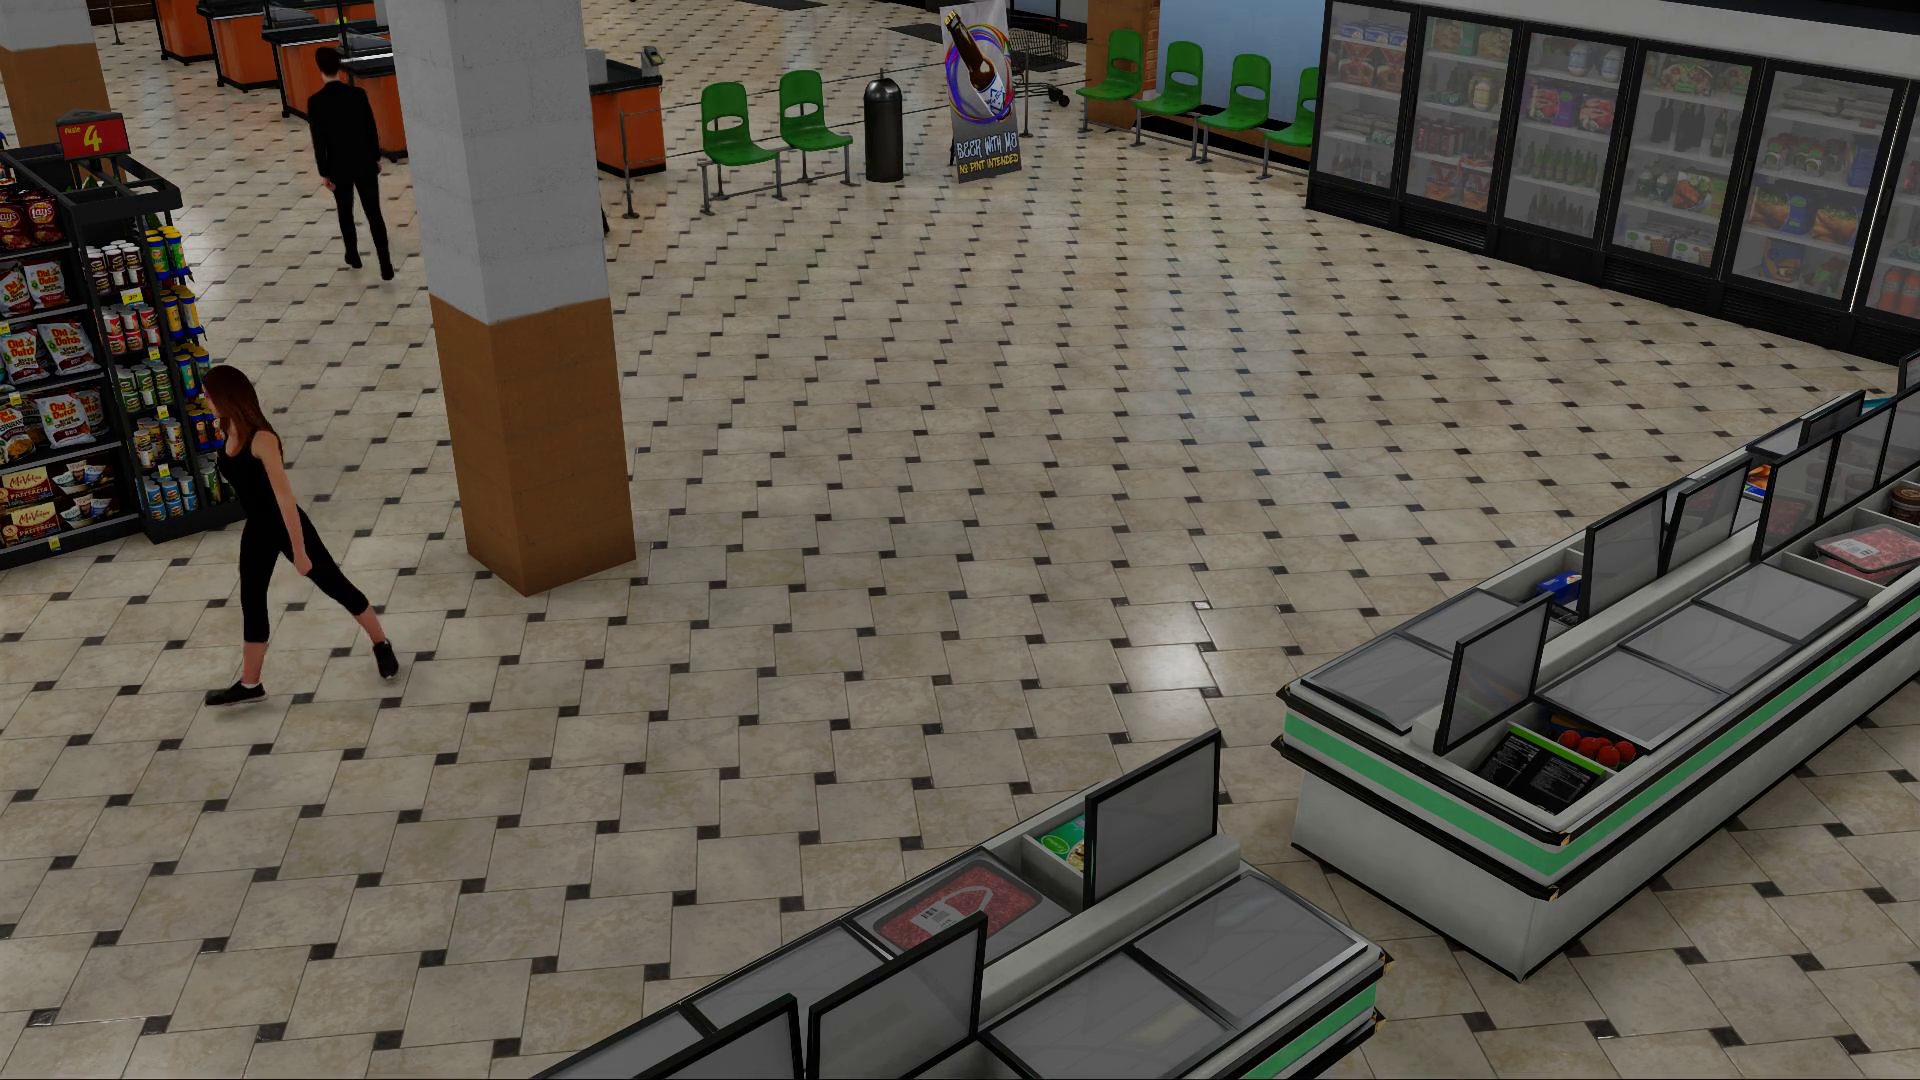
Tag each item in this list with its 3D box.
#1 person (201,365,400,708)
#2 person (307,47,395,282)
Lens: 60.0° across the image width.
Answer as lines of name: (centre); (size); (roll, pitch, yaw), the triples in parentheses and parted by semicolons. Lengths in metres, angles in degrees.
person: (-3.123, -0.034, 7.863); (0.868, 1.679, 1.152); (14, 30, 26)
person: (-4.930, -3.028, 13.567); (1.205, 1.860, 0.908); (-14, 30, -25)
